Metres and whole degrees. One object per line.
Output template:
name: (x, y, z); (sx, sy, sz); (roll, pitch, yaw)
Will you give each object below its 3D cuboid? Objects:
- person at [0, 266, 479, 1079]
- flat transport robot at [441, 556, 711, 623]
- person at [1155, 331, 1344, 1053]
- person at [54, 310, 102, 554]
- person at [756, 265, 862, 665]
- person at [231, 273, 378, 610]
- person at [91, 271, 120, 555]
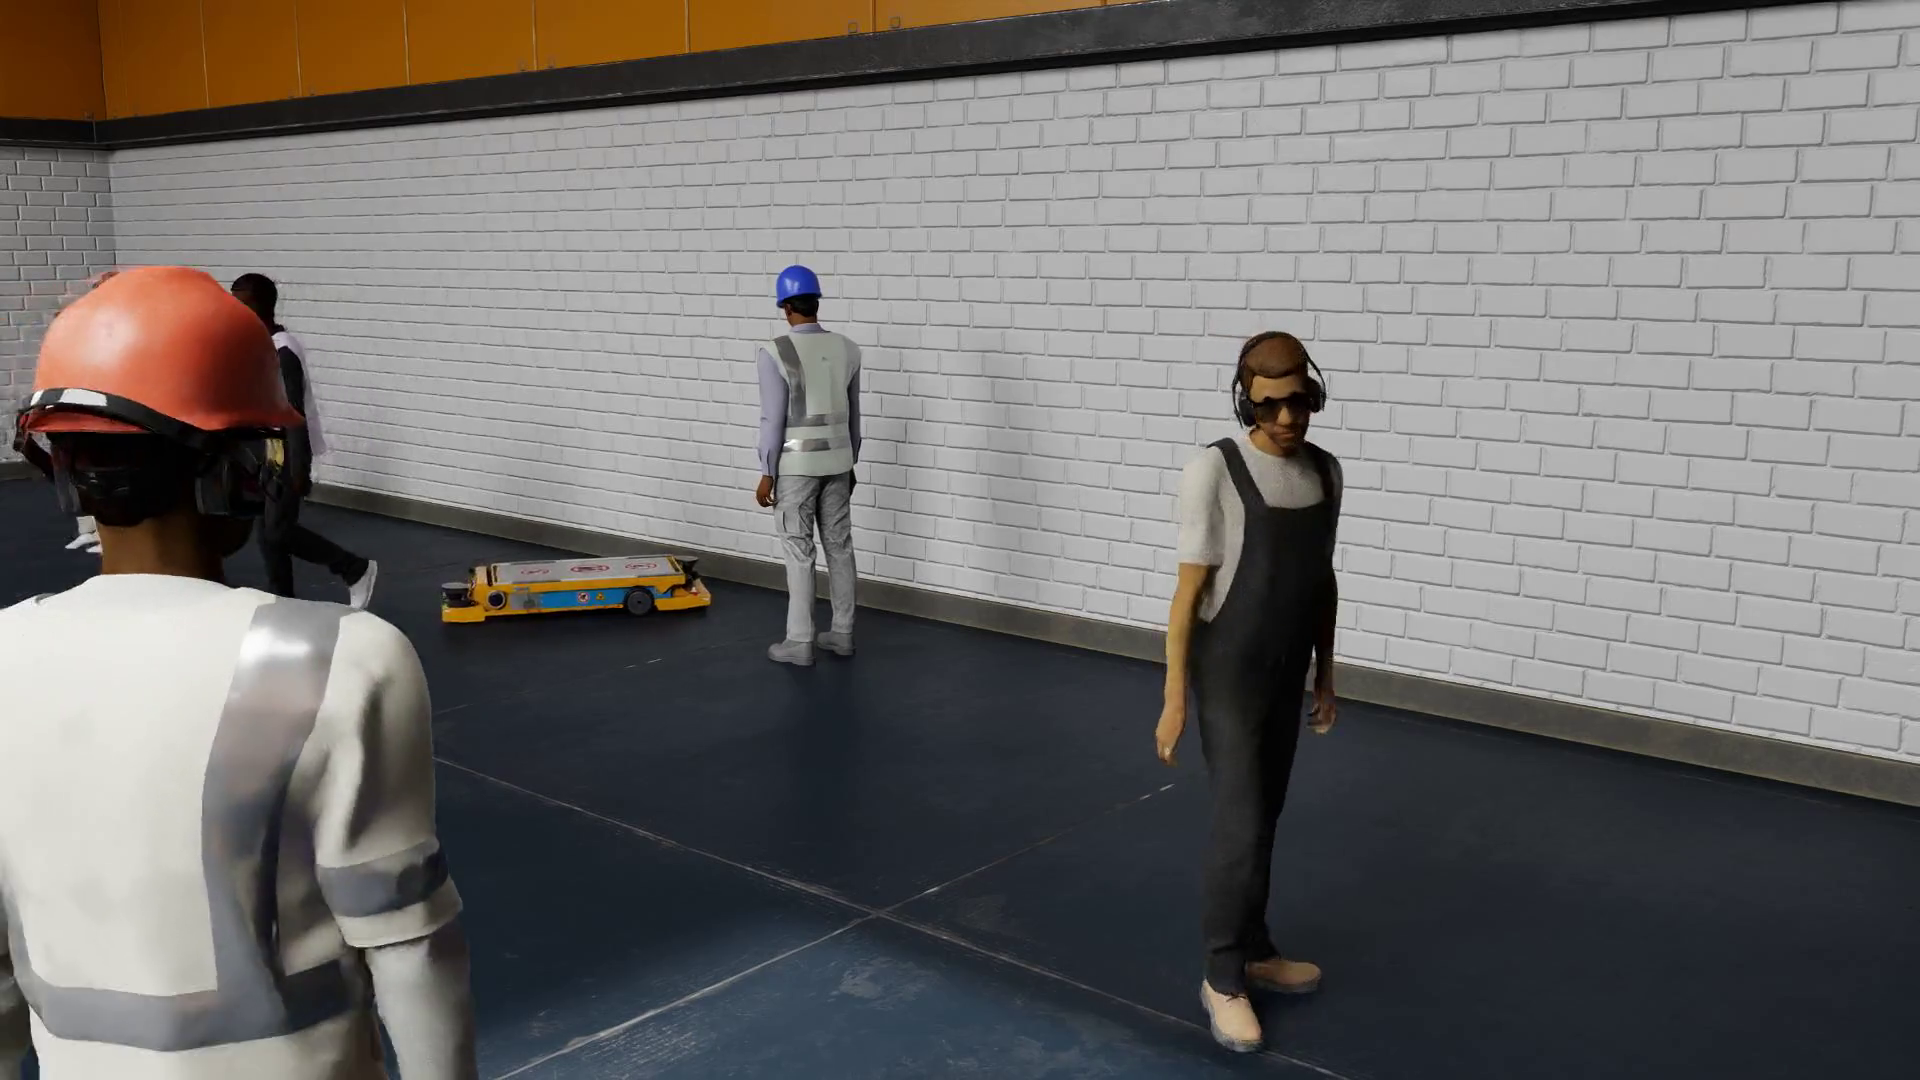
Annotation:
person: (-0.884, 0.709, 1.853); (0.606, 2.016, 0.969); (3, 10, 14)
flat transport robot: (-2.158, 0.260, 9.336); (1.431, 0.197, 0.652); (-3, 10, -16)
person: (0.753, 0.383, 4.236); (0.639, 1.816, 0.478); (-7, 12, -35)
person: (-5.802, -0.704, 10.958); (0.529, 1.615, 0.553); (-4, 11, -22)
person: (-0.747, -0.361, 8.133); (0.608, 1.935, 0.413); (-9, 14, -42)
person: (-3.485, -0.443, 8.707); (0.633, 1.896, 0.605); (-8, 13, -38)
person: (-4.828, -0.598, 9.608); (0.683, 1.892, 0.440); (-5, 11, -27)
